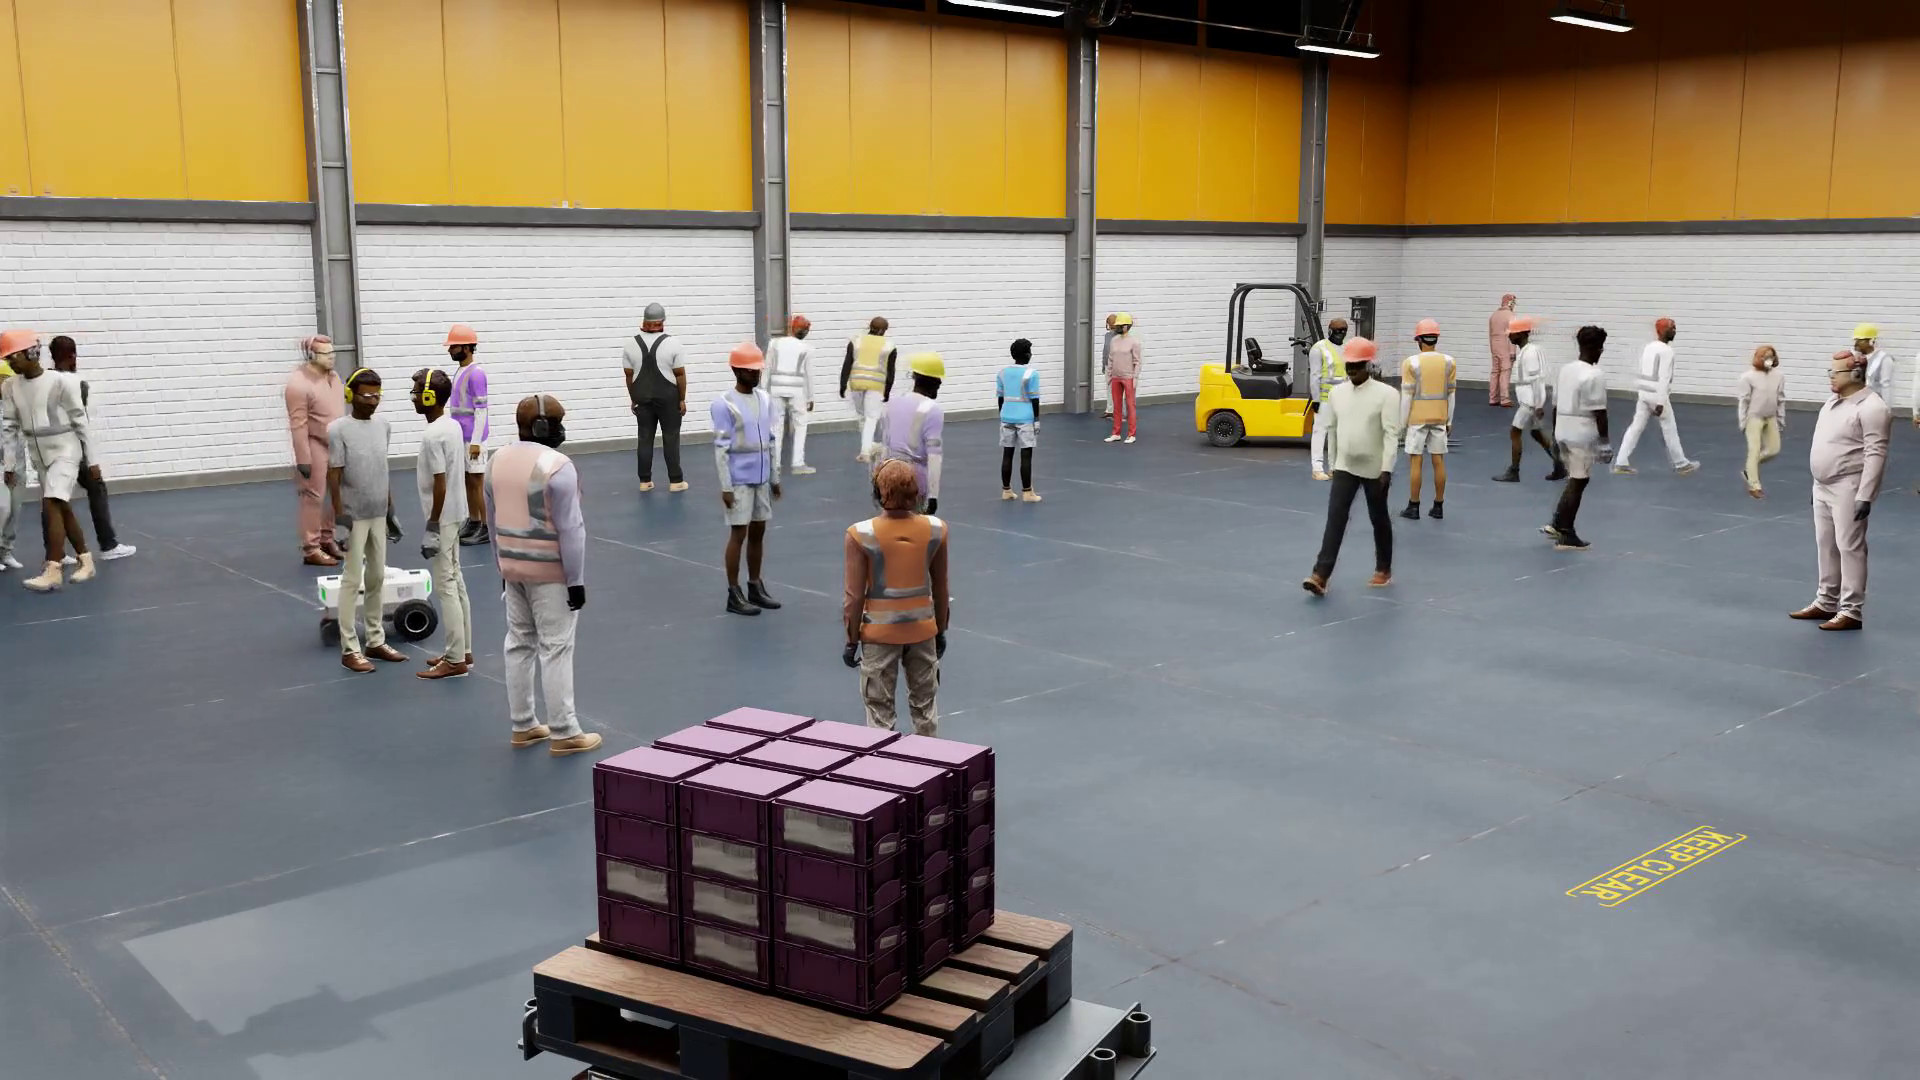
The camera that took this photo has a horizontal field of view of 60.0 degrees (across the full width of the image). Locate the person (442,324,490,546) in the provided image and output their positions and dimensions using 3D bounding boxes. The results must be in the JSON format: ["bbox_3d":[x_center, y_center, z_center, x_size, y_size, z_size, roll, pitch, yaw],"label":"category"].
[{"bbox_3d":[-4.332,-0.921,14.630,0.354,1.939,0.544,-7,12,-35],"label":"person"}]

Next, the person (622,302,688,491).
[{"bbox_3d":[-3.256,-1.544,17.980,0.682,2.000,0.537,2,10,9],"label":"person"}]

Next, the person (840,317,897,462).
[{"bbox_3d":[-1.111,-1.880,20.733,0.673,1.782,0.817,2,10,12],"label":"person"}]

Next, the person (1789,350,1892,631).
[{"bbox_3d":[5.988,-0.340,11.328,0.404,1.904,0.651,0,10,-2],"label":"person"}]

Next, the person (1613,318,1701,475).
[{"bbox_3d":[8.076,-1.648,19.228,1.030,1.823,0.599,-2,10,-9],"label":"person"}]

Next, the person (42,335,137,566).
[{"bbox_3d":[-7.276,-0.739,13.728,0.595,1.882,0.832,3,10,18],"label":"person"}]

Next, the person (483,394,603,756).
[{"bbox_3d":[-2.130,0.177,8.497,0.624,1.840,0.430,7,12,35],"label":"person"}]

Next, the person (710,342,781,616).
[{"bbox_3d":[-1.499,-0.439,11.824,0.379,1.936,0.542,7,12,36],"label":"person"}]

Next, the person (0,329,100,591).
[{"bbox_3d":[-6.953,-0.604,12.632,0.645,1.982,0.874,3,10,14],"label":"person"}]

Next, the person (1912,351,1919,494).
[{"bbox_3d":[10.239,-1.348,17.239,0.642,1.912,0.840,0,10,1],"label":"person"}]

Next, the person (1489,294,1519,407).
[{"bbox_3d":[9.178,-3.185,28.003,0.400,1.902,0.643,-3,10,-17],"label":"person"}]

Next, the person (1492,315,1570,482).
[{"bbox_3d":[6.476,-1.568,18.632,0.839,1.890,0.564,3,10,16],"label":"person"}]

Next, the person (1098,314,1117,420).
[{"bbox_3d":[2.380,-2.694,25.903,0.289,1.633,0.499,-6,11,-31],"label":"person"}]

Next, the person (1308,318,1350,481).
[{"bbox_3d":[4.239,-1.594,18.871,0.619,1.838,0.430,-6,11,-30],"label":"person"}]

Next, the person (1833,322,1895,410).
[{"bbox_3d":[9.725,-1.443,18.035,0.527,1.816,0.630,-4,11,-24],"label":"person"}]

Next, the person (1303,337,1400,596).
[{"bbox_3d":[2.986,-0.546,12.468,0.629,1.929,1.062,8,12,38],"label":"person"}]

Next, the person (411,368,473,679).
[{"bbox_3d":[-3.138,-0.099,10.019,0.324,1.871,0.526,-1,10,-4],"label":"person"}]

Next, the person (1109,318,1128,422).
[{"bbox_3d":[2.488,-2.626,25.586,0.309,1.611,0.609,7,12,36],"label":"person"}]

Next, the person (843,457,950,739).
[{"bbox_3d":[-0.282,0.447,7.494,0.522,1.640,0.306,-5,11,-26],"label":"person"}]

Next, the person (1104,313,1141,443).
[{"bbox_3d":[2.215,-2.196,22.599,0.525,1.769,0.313,9,13,42],"label":"person"}]

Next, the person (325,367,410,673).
[{"bbox_3d":[-3.646,-0.133,10.239,0.335,1.864,0.514,4,11,24],"label":"person"}]

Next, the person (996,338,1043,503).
[{"bbox_3d":[0.606,-1.224,17.114,0.536,1.695,0.322,8,12,38],"label":"person"}]

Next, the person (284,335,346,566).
[{"bbox_3d":[-5.222,-0.725,13.595,0.439,1.898,0.697,2,10,13],"label":"person"}]

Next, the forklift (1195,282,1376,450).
[{"bbox_3d":[4.328,-2.346,22.227,2.313,2.155,1.214,3,10,16],"label":"forklift"}]

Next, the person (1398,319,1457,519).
[{"bbox_3d":[4.490,-1.159,16.053,0.543,1.928,0.374,-1,10,-6],"label":"person"}]

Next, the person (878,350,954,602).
[{"bbox_3d":[-0.415,-0.409,11.869,0.878,1.884,0.617,-6,12,-33],"label":"person"}]

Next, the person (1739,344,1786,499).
[{"bbox_3d":[8.402,-1.253,17.479,0.525,1.620,0.456,-2,10,-10],"label":"person"}]

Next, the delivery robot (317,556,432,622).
[{"bbox_3d":[-3.883,0.338,11.029,0.707,0.478,0.477,-4,11,-22],"label":"delivery robot"}]

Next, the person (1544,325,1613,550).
[{"bbox_3d":[5.362,-0.877,14.356,0.426,1.949,0.629,-2,10,-9],"label":"person"}]

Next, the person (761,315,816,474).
[{"bbox_3d":[-2.033,-1.680,19.349,0.717,1.856,0.348,1,10,6],"label":"person"}]

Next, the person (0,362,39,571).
[{"bbox_3d":[-7.677,-0.598,13.407,0.517,1.701,0.501,5,11,26],"label":"person"}]
